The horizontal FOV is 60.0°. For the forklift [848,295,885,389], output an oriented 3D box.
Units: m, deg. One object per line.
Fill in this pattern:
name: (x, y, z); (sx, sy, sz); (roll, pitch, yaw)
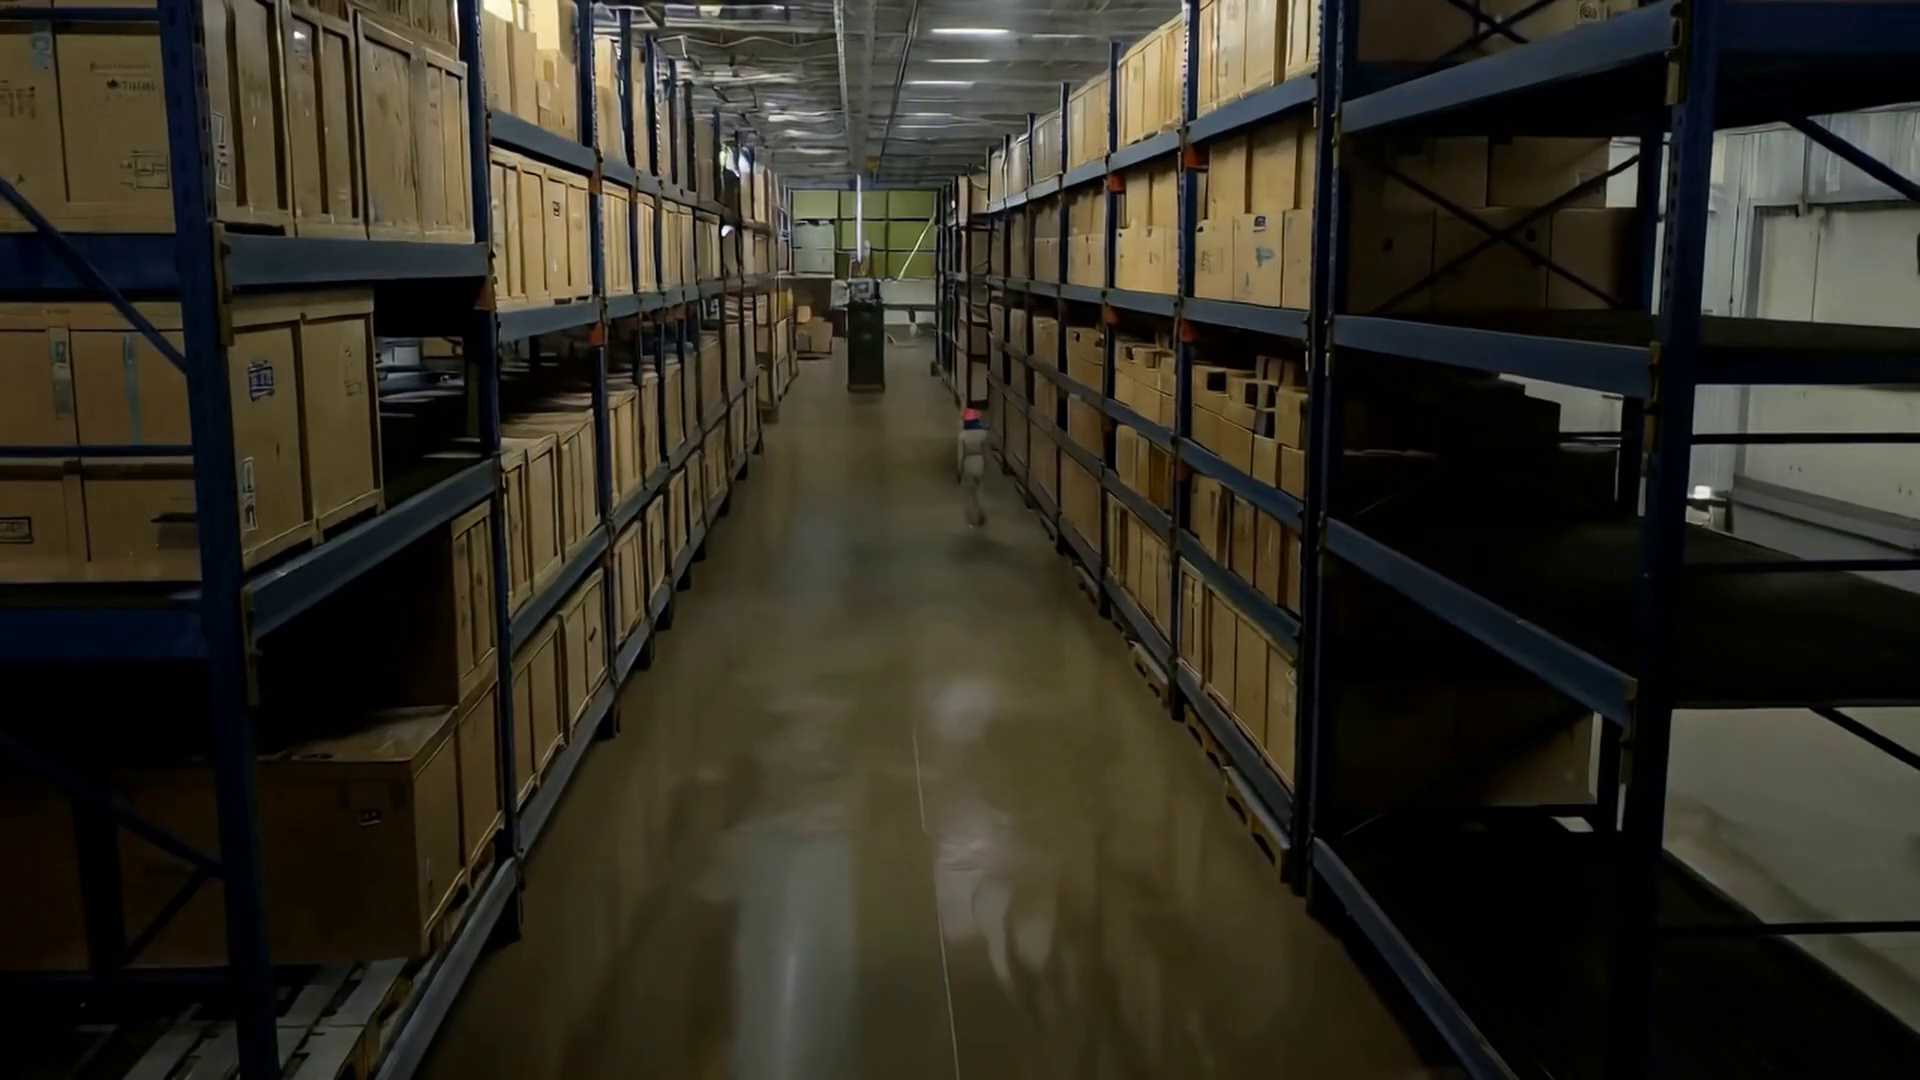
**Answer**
forklift: (-2.849, -6.021, 50.432); (1.129, 2.768, 1.873); (-1, 10, -3)

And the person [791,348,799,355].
person: (-7.004, -8.231, 67.297); (0.890, 1.644, 0.548); (-2, 10, -11)

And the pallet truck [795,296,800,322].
pallet truck: (-8.622, -12.439, 91.403); (1.885, 1.965, 0.823); (2, 10, 13)

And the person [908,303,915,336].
person: (-2.515, -11.501, 86.719); (0.319, 1.692, 0.539); (4, 10, 23)

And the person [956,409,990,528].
person: (0.177, -1.031, 24.037); (0.502, 1.732, 0.416); (-3, 10, -17)

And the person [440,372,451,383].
person: (-10.443, -2.621, 33.931); (0.465, 1.607, 0.510); (4, 10, 23)
